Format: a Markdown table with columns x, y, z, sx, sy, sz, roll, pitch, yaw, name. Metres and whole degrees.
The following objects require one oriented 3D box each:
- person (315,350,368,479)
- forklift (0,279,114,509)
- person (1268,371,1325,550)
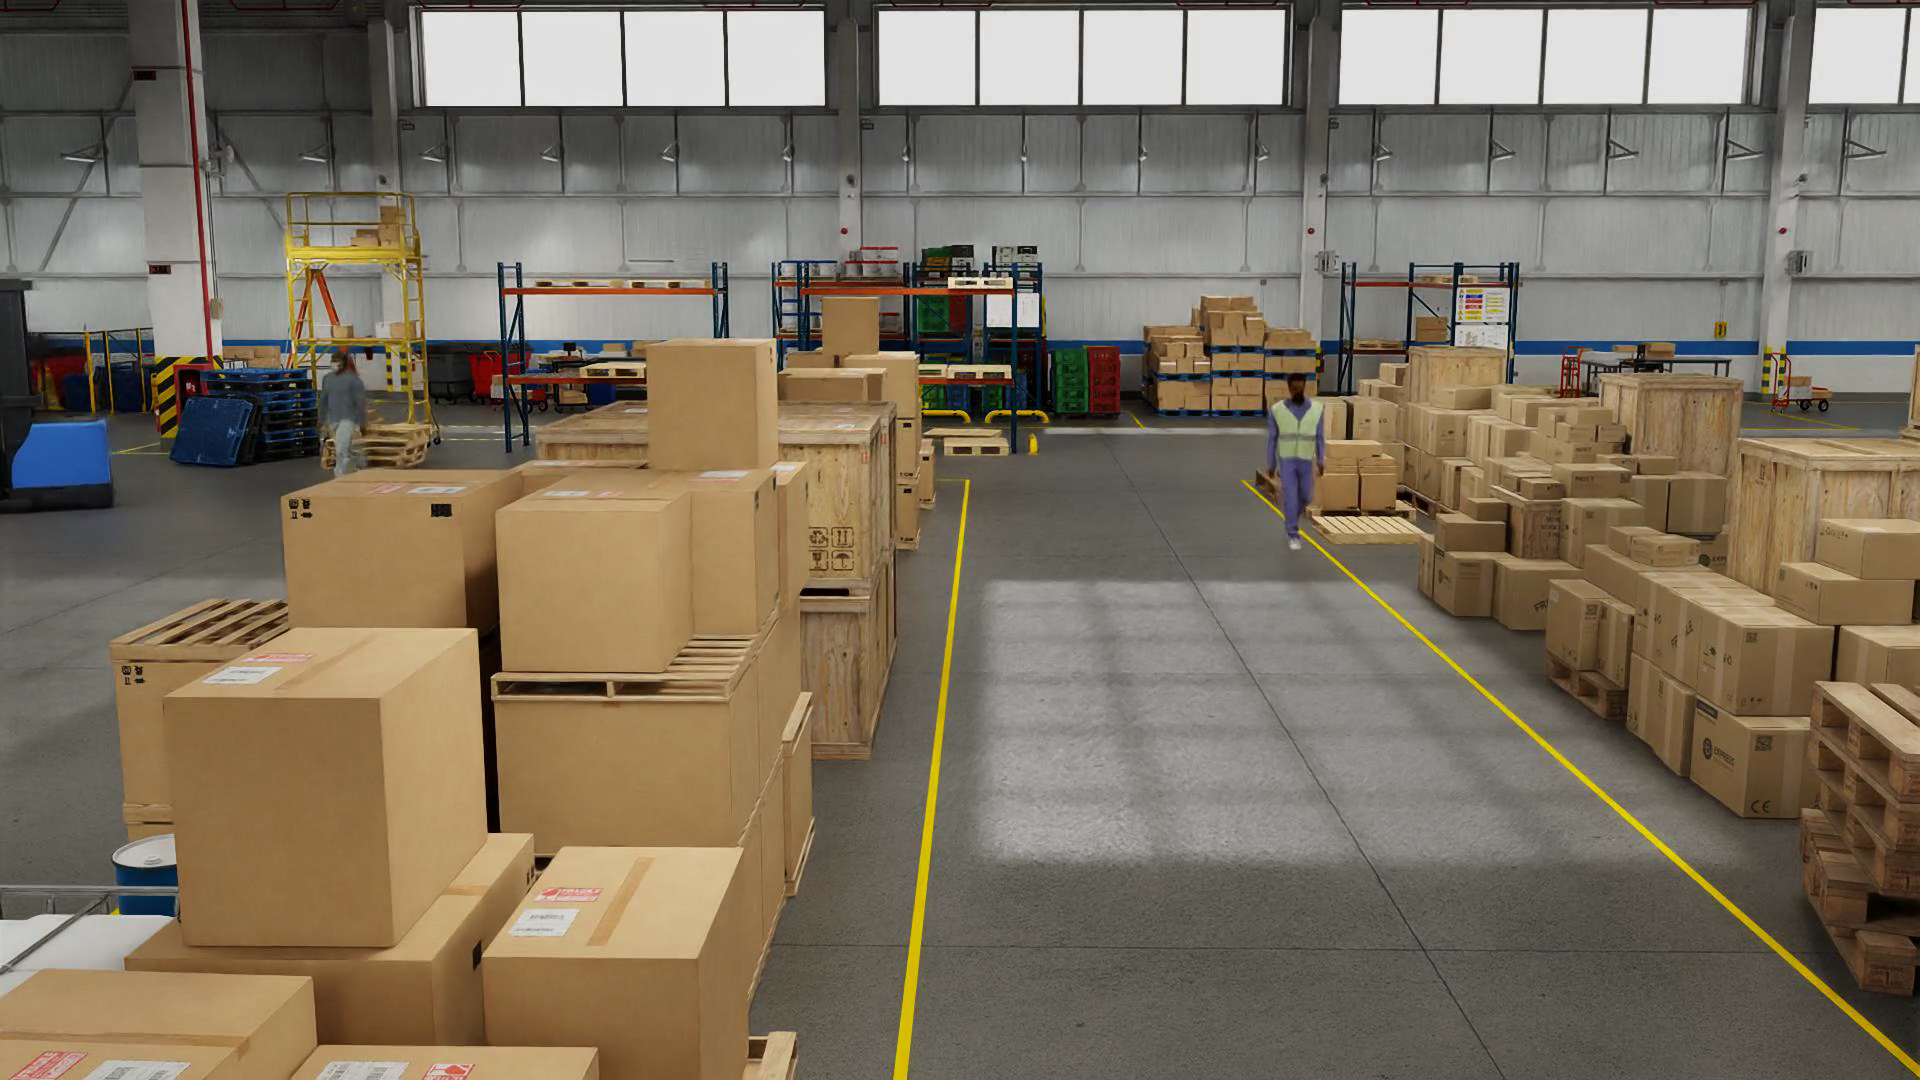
| x | y | z | sx | sy | sz | roll | pitch | yaw | name |
| --- | --- | --- | --- | --- | --- | --- | --- | --- | --- |
| -8.128 | -1.564 | 21.990 | 0.635 | 1.896 | 1.022 | 5 | 11 | 26 | person |
| -11.538 | -1.795 | 20.389 | 1.873 | 2.768 | 1.129 | -4 | 10 | -25 | forklift |
| 3.574 | -0.864 | 17.746 | 0.603 | 1.895 | 0.576 | 0 | 9 | -2 | person |
